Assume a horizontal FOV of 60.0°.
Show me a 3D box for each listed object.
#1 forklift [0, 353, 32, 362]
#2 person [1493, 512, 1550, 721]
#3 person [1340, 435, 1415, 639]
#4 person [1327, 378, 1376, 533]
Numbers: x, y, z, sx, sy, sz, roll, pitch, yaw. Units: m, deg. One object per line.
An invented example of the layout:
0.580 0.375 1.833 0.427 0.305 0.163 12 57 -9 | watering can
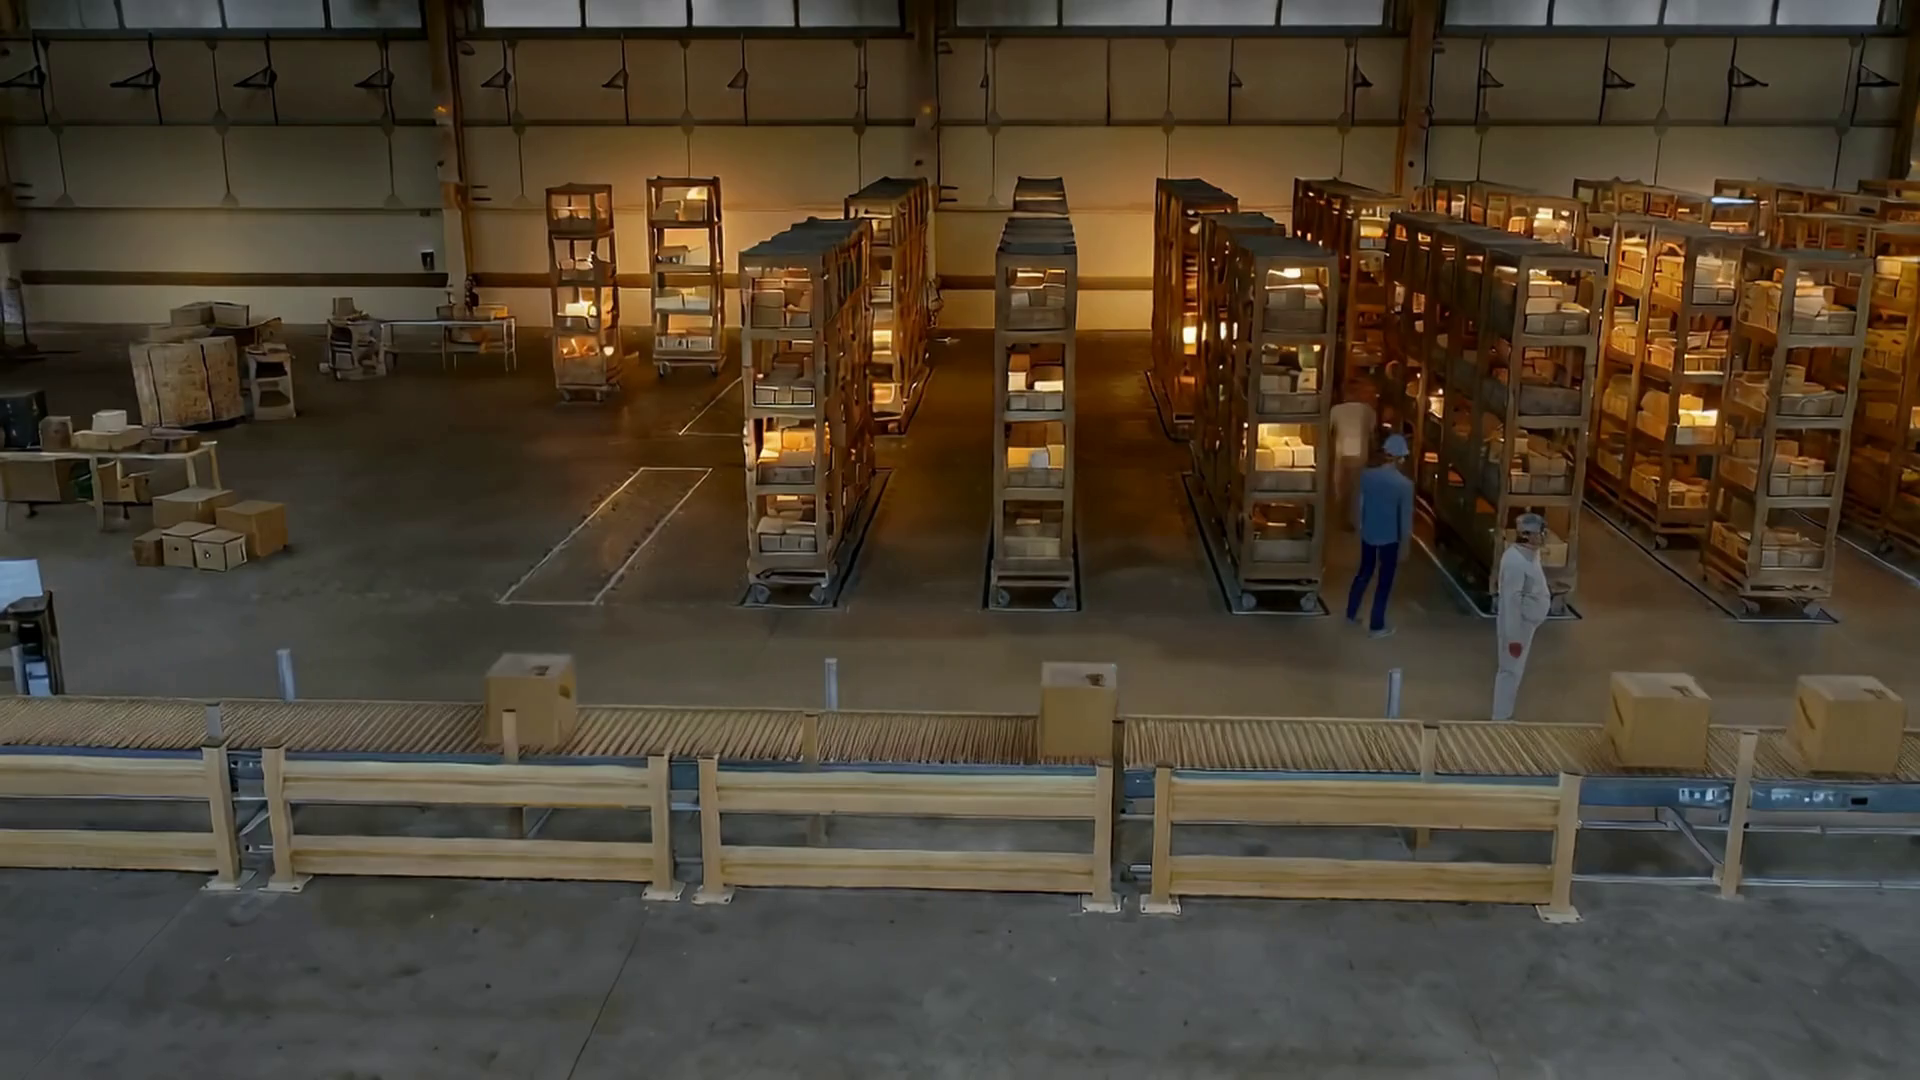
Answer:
-19.467 -4.937 32.410 1.873 2.768 1.129 1 15 3 | forklift
4.482 0.706 13.298 0.407 1.913 0.641 6 16 21 | person
4.057 -0.036 15.967 0.537 1.966 0.630 -11 19 -36 | person
4.643 -1.022 19.852 0.562 1.828 0.635 2 15 7 | person
